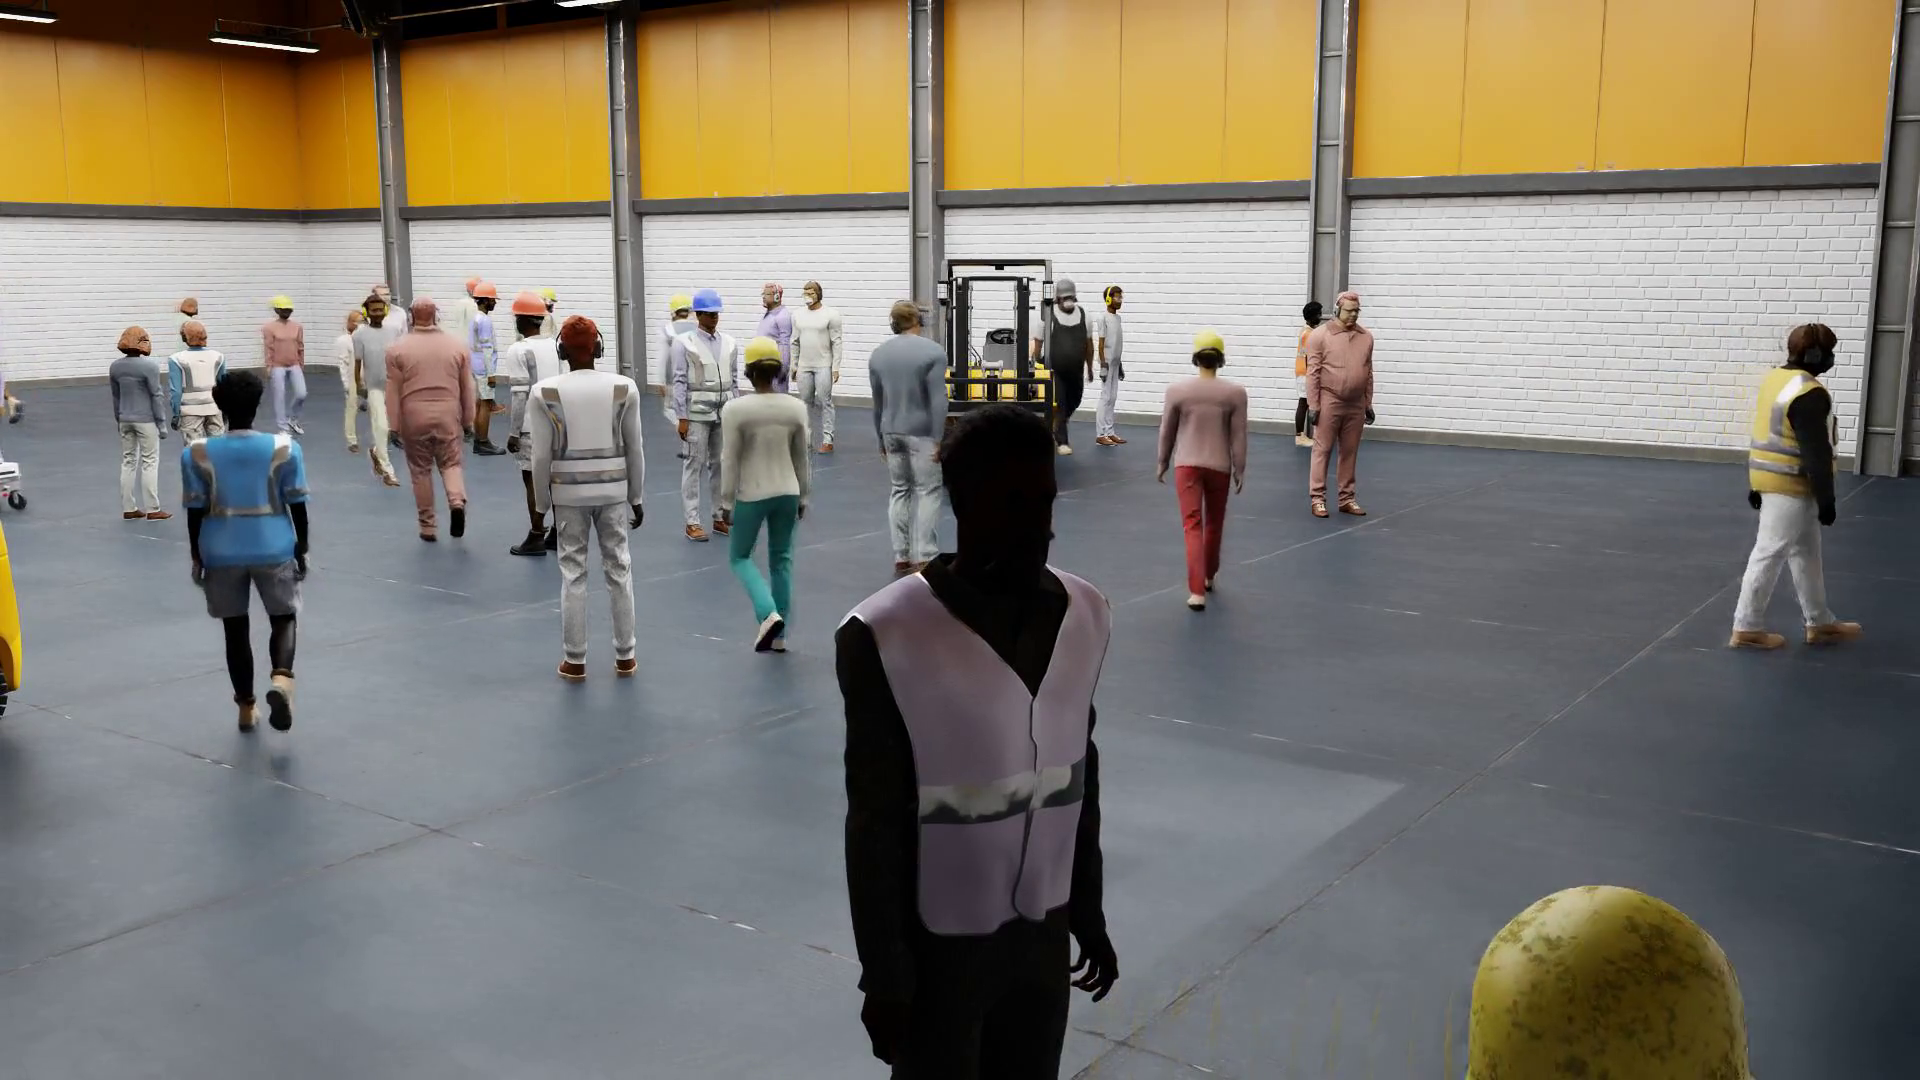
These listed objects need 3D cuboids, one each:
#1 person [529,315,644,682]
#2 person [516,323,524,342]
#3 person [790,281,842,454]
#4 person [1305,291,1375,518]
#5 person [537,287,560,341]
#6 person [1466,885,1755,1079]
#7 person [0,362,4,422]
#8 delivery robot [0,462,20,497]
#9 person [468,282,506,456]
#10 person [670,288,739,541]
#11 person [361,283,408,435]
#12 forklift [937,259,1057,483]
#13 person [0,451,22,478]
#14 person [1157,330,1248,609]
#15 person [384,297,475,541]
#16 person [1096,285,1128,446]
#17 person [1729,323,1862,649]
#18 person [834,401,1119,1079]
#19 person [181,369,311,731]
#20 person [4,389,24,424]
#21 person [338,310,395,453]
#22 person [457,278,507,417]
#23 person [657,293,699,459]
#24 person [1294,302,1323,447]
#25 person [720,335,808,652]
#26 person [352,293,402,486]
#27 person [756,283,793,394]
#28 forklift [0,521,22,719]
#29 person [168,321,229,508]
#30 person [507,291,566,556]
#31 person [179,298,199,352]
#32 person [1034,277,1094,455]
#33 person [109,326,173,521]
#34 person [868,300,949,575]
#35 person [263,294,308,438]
[{"bbox_3d":[-1.910,-0.209,8.564,0.573,1.887,0.353,-4,10,-20],"label":"person"},{"bbox_3d":[-5.891,-2.508,23.071,0.531,1.605,0.560,-1,10,-3],"label":"person"},{"bbox_3d":[-1.624,-1.933,18.681,0.635,1.937,0.352,4,10,23],"label":"person"},{"bbox_3d":[3.234,-1.143,14.080,0.638,1.906,0.407,-3,10,-19],"label":"person"},{"bbox_3d":[-5.662,-2.541,22.699,0.421,1.800,0.621,-6,11,-33],"label":"person"},{"bbox_3d":[0.412,1.106,1.227,0.480,1.720,0.501,-8,13,-41],"label":"person"},{"bbox_3d":[-8.425,-1.130,13.971,0.652,1.905,0.910,-4,10,-20],"label":"person"},{"bbox_3d":[-8.494,-0.564,14.360,0.707,0.478,0.477,3,10,19],"label":"delivery robot"},{"bbox_3d":[-5.277,-1.902,18.546,0.388,1.930,0.541,-5,11,-26],"label":"person"},{"bbox_3d":[-1.959,-0.973,12.932,0.605,1.948,0.385,-9,13,-44],"label":"person"},{"bbox_3d":[-6.985,-2.180,20.270,0.677,1.892,0.431,-8,13,-40],"label":"person"},{"bbox_3d":[0.370,-1.738,16.759,1.214,2.155,2.313,1,10,3],"label":"forklift"},{"bbox_3d":[-9.870,-1.466,16.354,0.974,1.792,0.630,1,10,5],"label":"person"},{"bbox_3d":[1.533,-0.460,10.546,0.539,1.718,0.895,0,10,2],"label":"person"},{"bbox_3d":[-4.034,-0.907,12.713,0.659,1.890,0.558,-5,11,-28],"label":"person"},{"bbox_3d":[1.786,-2.047,19.558,0.328,1.875,0.513,5,11,29],"label":"person"},{"bbox_3d":[4.724,-0.279,9.187,0.850,1.811,0.659,2,10,9],"label":"person"},{"bbox_3d":[0.042,0.703,3.043,0.593,1.920,0.391,-8,13,-41],"label":"person"},{"bbox_3d":[-3.203,0.074,7.498,0.542,1.684,0.577,-4,10,-21],"label":"person"},{"bbox_3d":[-12.485,-2.398,21.271,0.796,1.998,0.613,2,10,11],"label":"person"},{"bbox_3d":[-6.651,-1.750,18.578,0.750,1.603,0.523,7,12,37],"label":"person"},{"bbox_3d":[-6.757,-2.676,23.167,0.607,1.923,0.916,5,11,28],"label":"person"},{"bbox_3d":[-2.963,-1.744,17.920,0.594,1.823,0.548,-6,11,-33],"label":"person"},{"bbox_3d":[4.059,-1.928,19.389,0.318,1.691,0.534,1,10,9],"label":"person"},{"bbox_3d":[-1.048,-0.230,9.084,0.540,1.757,0.449,-6,11,-33],"label":"person"},{"bbox_3d":[-5.631,-1.469,16.166,0.528,1.852,0.710,-9,13,-44],"label":"person"},{"bbox_3d":[-2.143,-1.980,19.042,0.408,1.913,0.644,-5,11,-29],"label":"person"},{"bbox_3d":[-5.296,-0.090,6.943,1.214,2.155,2.313,7,12,35],"label":"forklift"},{"bbox_3d":[-6.642,-1.090,14.546,0.309,1.639,0.522,7,12,38],"label":"person"},{"bbox_3d":[-3.133,-0.850,12.231,0.356,1.937,0.552,5,11,26],"label":"person"},{"bbox_3d":[-11.261,-2.734,24.378,0.373,1.617,0.524,-5,11,-27],"label":"person"},{"bbox_3d":[1.134,-2.023,18.908,0.705,2.000,0.946,-4,10,-20],"label":"person"},{"bbox_3d":[-6.836,-0.966,13.859,0.493,1.625,0.279,3,10,20],"label":"person"},{"bbox_3d":[-0.338,-0.697,11.450,0.710,1.895,0.479,6,11,33],"label":"person"},{"bbox_3d":[-8.214,-2.105,20.271,0.360,1.757,0.539,9,13,43],"label":"person"}]
